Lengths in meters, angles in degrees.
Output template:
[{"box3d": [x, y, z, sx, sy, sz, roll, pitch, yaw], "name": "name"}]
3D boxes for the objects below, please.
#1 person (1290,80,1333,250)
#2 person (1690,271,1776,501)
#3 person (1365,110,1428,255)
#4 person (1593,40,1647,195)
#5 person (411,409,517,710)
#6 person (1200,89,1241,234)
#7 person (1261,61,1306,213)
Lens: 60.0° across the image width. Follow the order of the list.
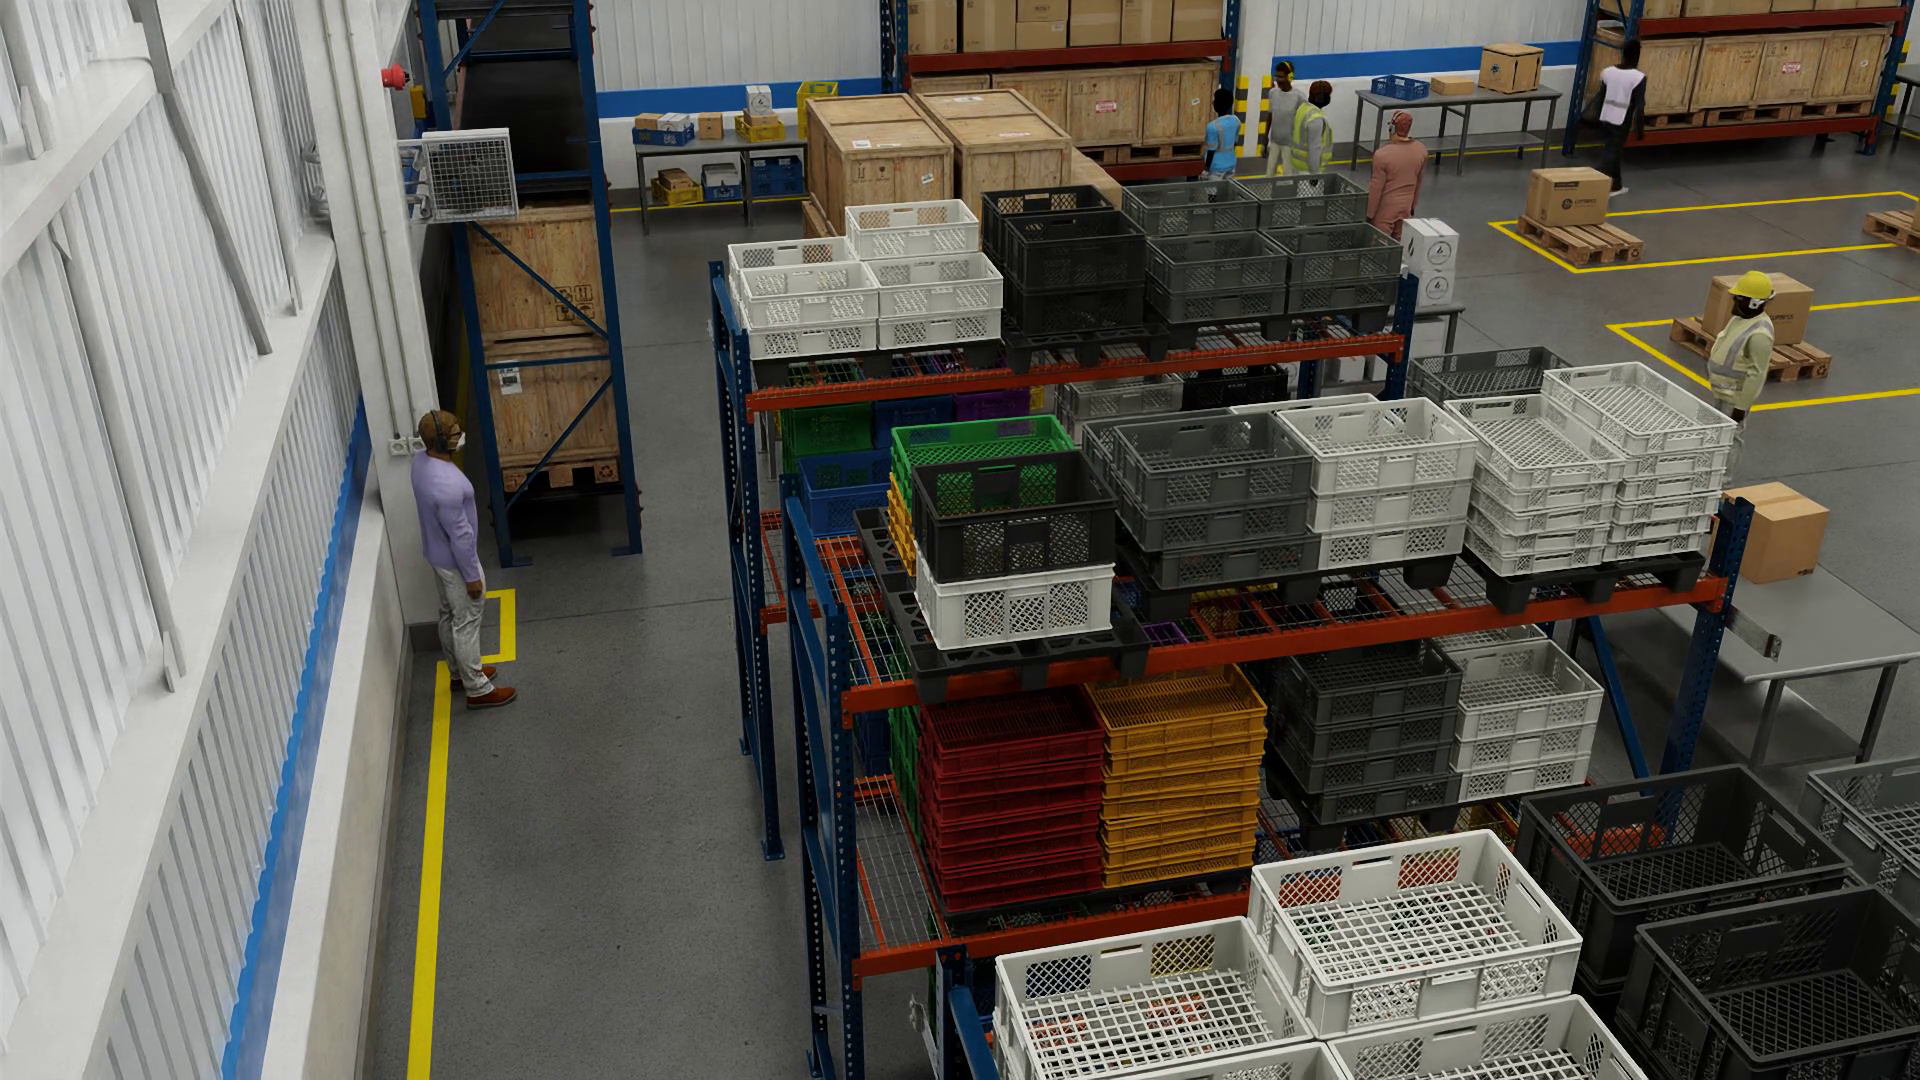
[{"box3d": [3.812, -4.062, 18.063, 0.428, 1.836, 0.627, -1, 28, -1], "name": "person"}, {"box3d": [5.811, -1.139, 12.513, 0.404, 1.835, 0.589, 5, 28, 9], "name": "person"}, {"box3d": [4.277, -3.311, 16.559, 0.641, 1.908, 0.407, -14, 31, -25], "name": "person"}, {"box3d": [7.787, -4.964, 19.729, 0.936, 1.881, 0.591, -12, 30, -22], "name": "person"}, {"box3d": [-3.033, 0.112, 10.030, 0.373, 1.940, 0.629, -17, 32, -29], "name": "person"}, {"box3d": [2.844, -4.097, 18.270, 0.319, 1.697, 0.533, 24, 36, 37], "name": "person"}, {"box3d": [3.643, -4.467, 18.811, 0.356, 1.853, 0.534, -23, 36, -37], "name": "person"}]
